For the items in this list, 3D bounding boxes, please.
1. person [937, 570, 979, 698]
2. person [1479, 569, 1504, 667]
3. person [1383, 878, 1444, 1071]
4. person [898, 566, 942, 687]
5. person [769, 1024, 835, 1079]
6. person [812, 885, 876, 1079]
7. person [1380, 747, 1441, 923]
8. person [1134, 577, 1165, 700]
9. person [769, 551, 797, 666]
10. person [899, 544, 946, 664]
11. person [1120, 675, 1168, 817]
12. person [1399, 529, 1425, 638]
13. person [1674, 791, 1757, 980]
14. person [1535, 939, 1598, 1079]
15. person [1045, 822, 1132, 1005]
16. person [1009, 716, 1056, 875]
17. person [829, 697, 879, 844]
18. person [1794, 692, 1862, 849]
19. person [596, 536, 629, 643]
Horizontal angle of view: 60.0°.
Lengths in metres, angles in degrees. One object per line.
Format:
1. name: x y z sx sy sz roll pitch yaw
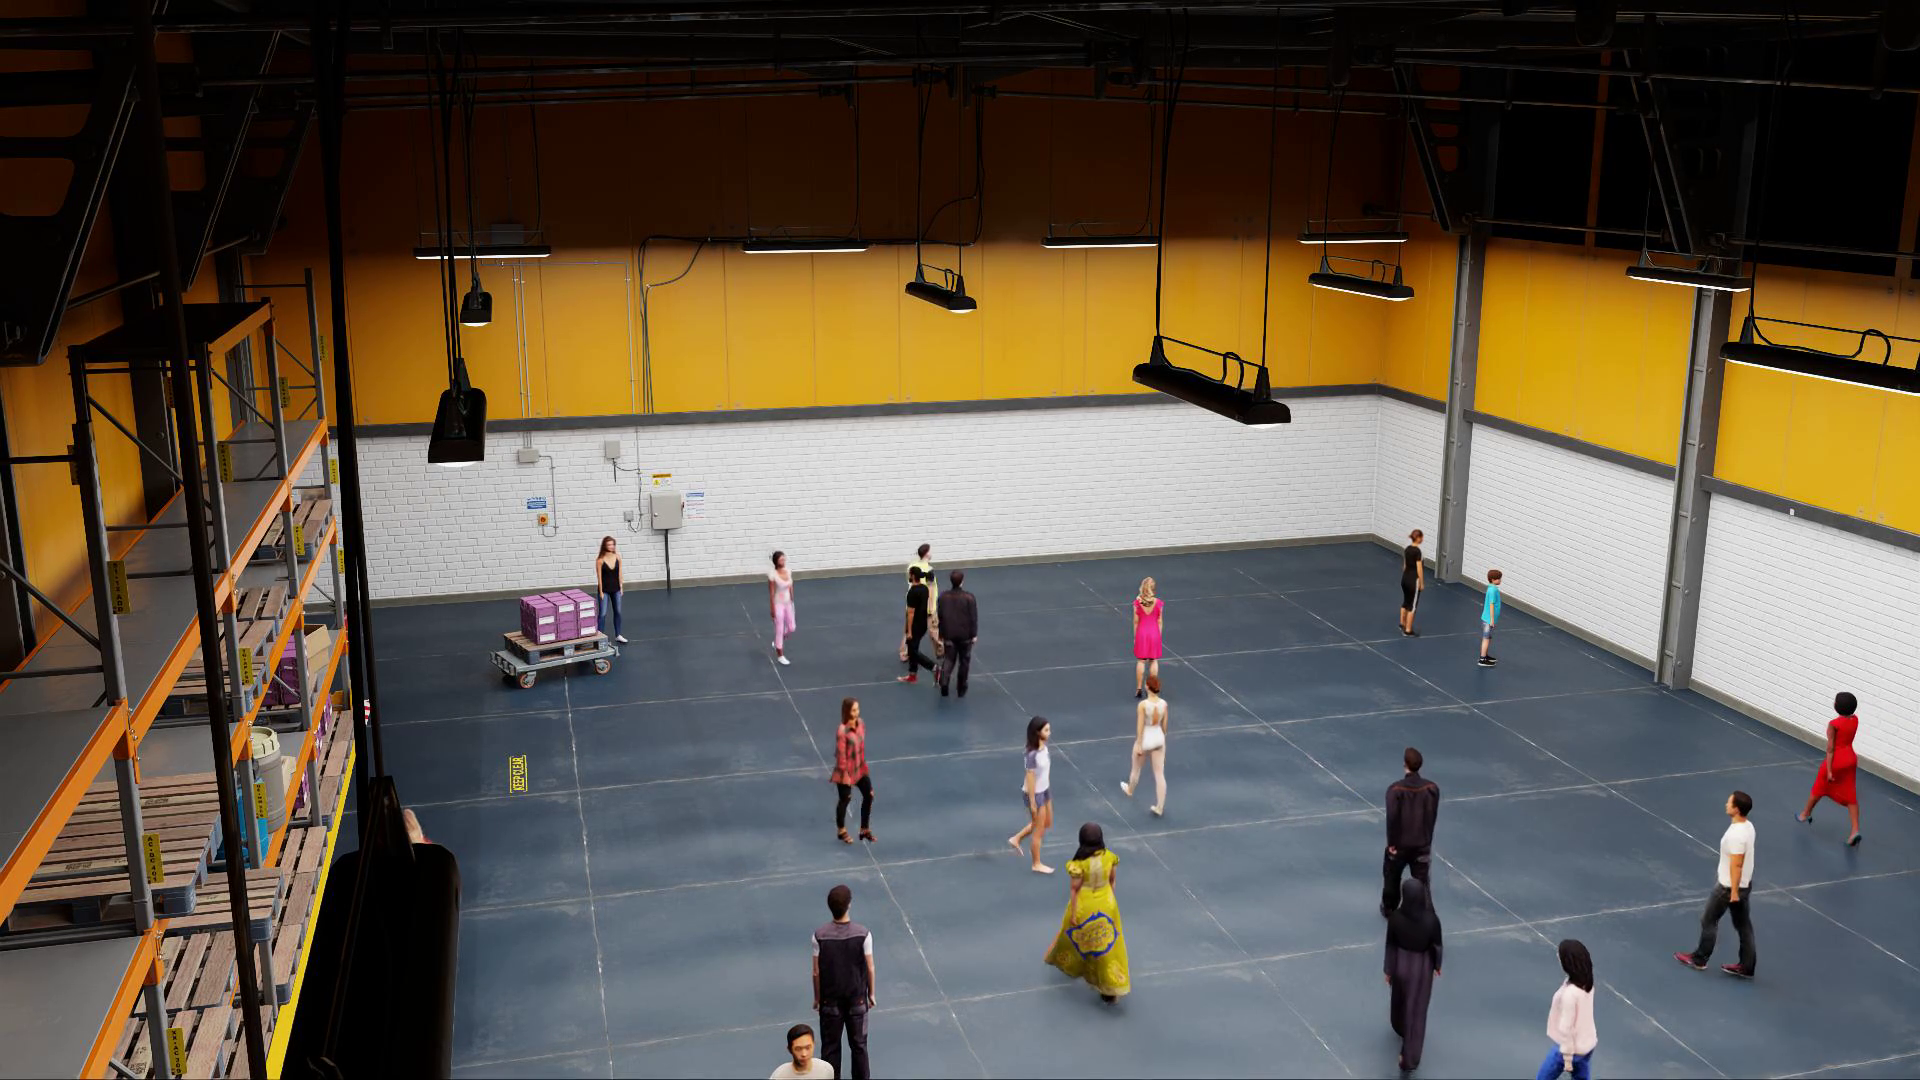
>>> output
1. person: -0.055 1.329 22.918 0.967 1.824 1.064 4 14 15
2. person: 7.827 1.124 24.565 0.652 1.448 0.563 4 14 16
3. person: 3.772 3.625 13.896 1.055 1.608 1.173 6 15 24
4. person: -0.550 1.242 23.456 1.022 1.740 1.027 5 15 21
5. person: -1.073 4.132 11.368 0.701 1.812 0.609 -7 15 -26
6. person: -0.935 3.644 13.306 0.698 1.848 0.639 -1 14 -5
7. person: 4.379 2.963 16.051 0.929 1.879 1.274 1 14 3
8. person: 2.606 1.356 23.025 0.657 1.720 0.679 3 14 14
9. person: -2.674 0.978 24.566 0.835 1.730 0.769 11 18 39
10. person: -0.595 0.976 24.417 1.224 1.805 1.171 12 18 41
11. person: 2.225 2.379 19.044 0.641 1.606 1.029 -5 15 -20
12. person: 7.070 0.653 26.084 0.828 1.647 0.586 -4 14 -14
13. person: 7.215 3.197 15.298 1.033 1.779 0.919 12 18 41
14. person: 4.714 3.887 12.552 0.926 1.730 1.095 -12 18 -40
15. person: 1.223 3.374 14.936 0.781 1.605 1.250 -5 14 -20
16. person: 0.728 2.682 17.553 0.886 1.719 0.840 6 15 24
17. person: -1.260 2.523 18.275 0.878 1.688 0.815 10 17 35
18. person: 9.699 2.538 18.200 0.579 1.694 1.096 -4 14 -17
19. person: -5.371 0.765 25.471 0.643 1.719 0.639 -11 17 -38
